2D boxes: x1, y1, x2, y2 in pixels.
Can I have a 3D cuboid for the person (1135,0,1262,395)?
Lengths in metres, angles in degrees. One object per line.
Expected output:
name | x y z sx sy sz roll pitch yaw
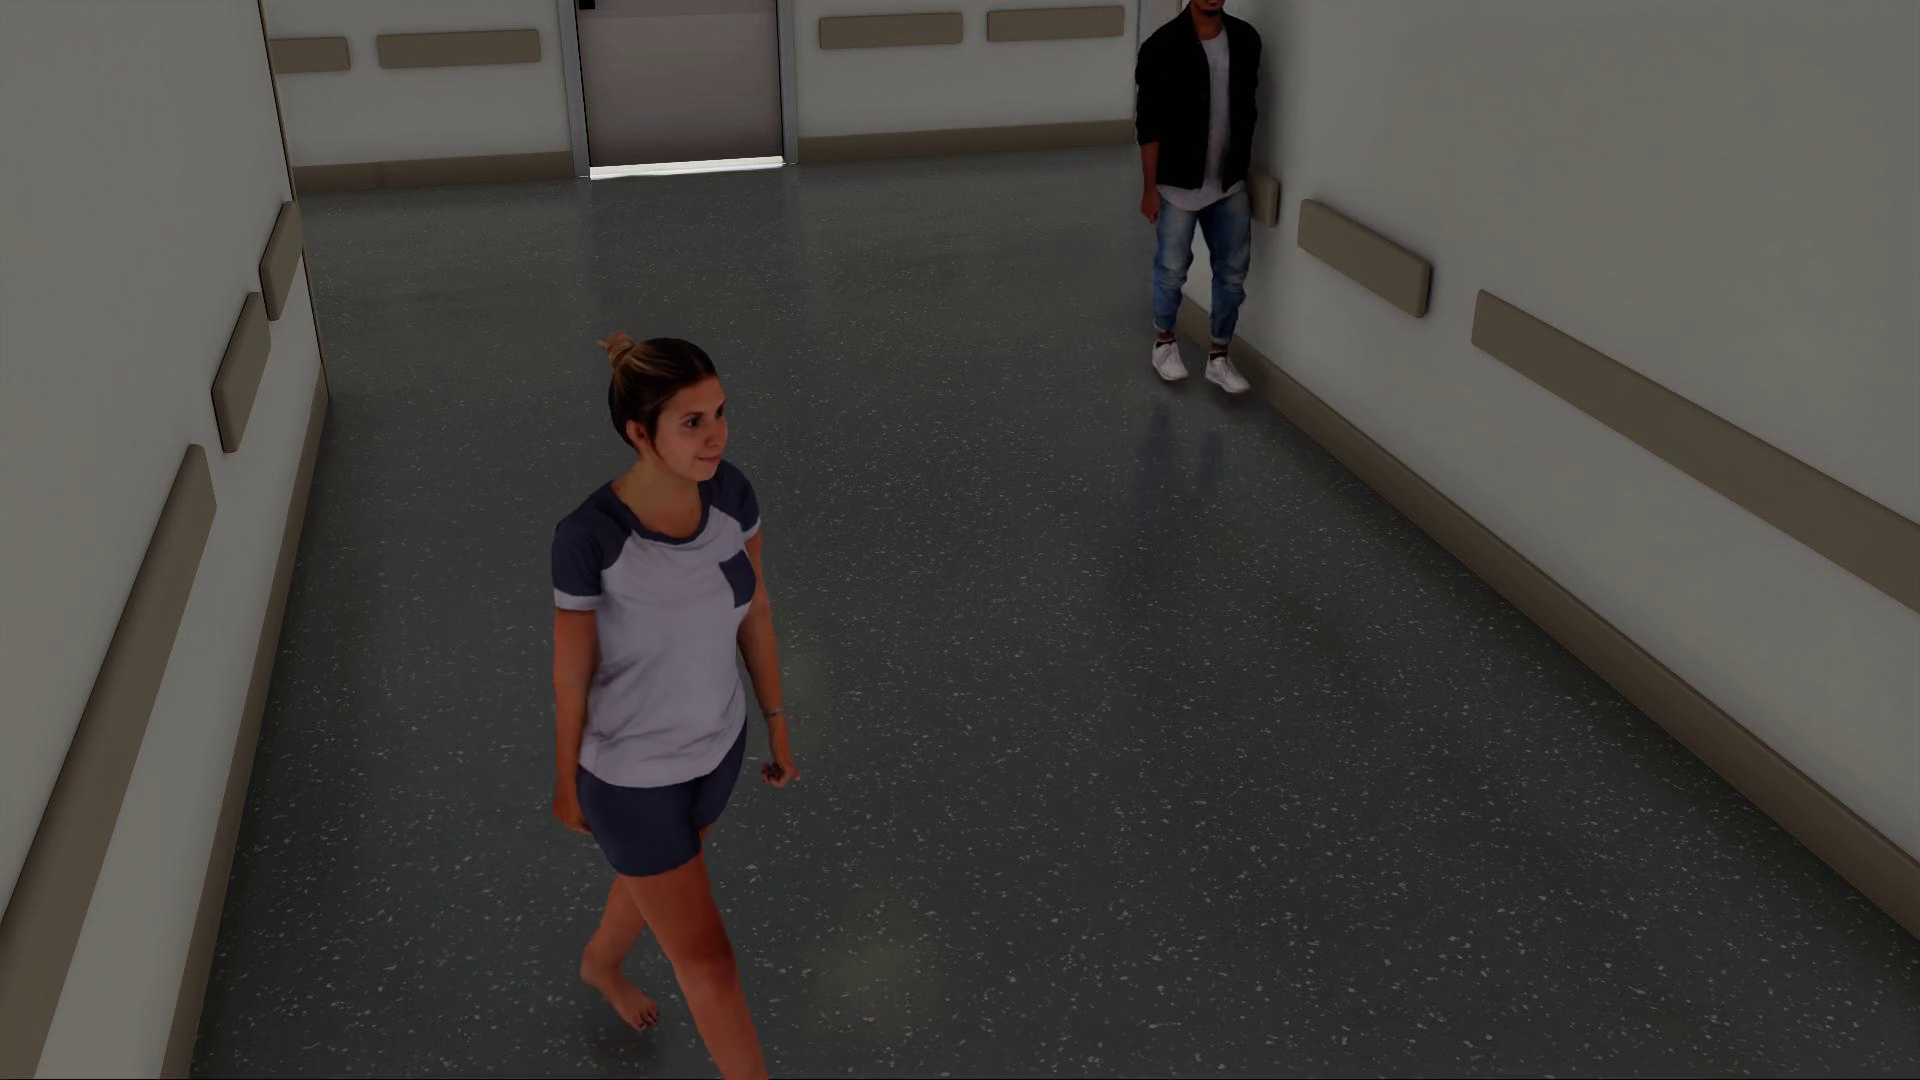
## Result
person | 0.931 -1.525 6.819 0.735 1.788 0.749 -7 27 -15

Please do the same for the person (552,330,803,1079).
person | -0.599 0.391 3.096 1.019 1.571 1.032 19 31 34
